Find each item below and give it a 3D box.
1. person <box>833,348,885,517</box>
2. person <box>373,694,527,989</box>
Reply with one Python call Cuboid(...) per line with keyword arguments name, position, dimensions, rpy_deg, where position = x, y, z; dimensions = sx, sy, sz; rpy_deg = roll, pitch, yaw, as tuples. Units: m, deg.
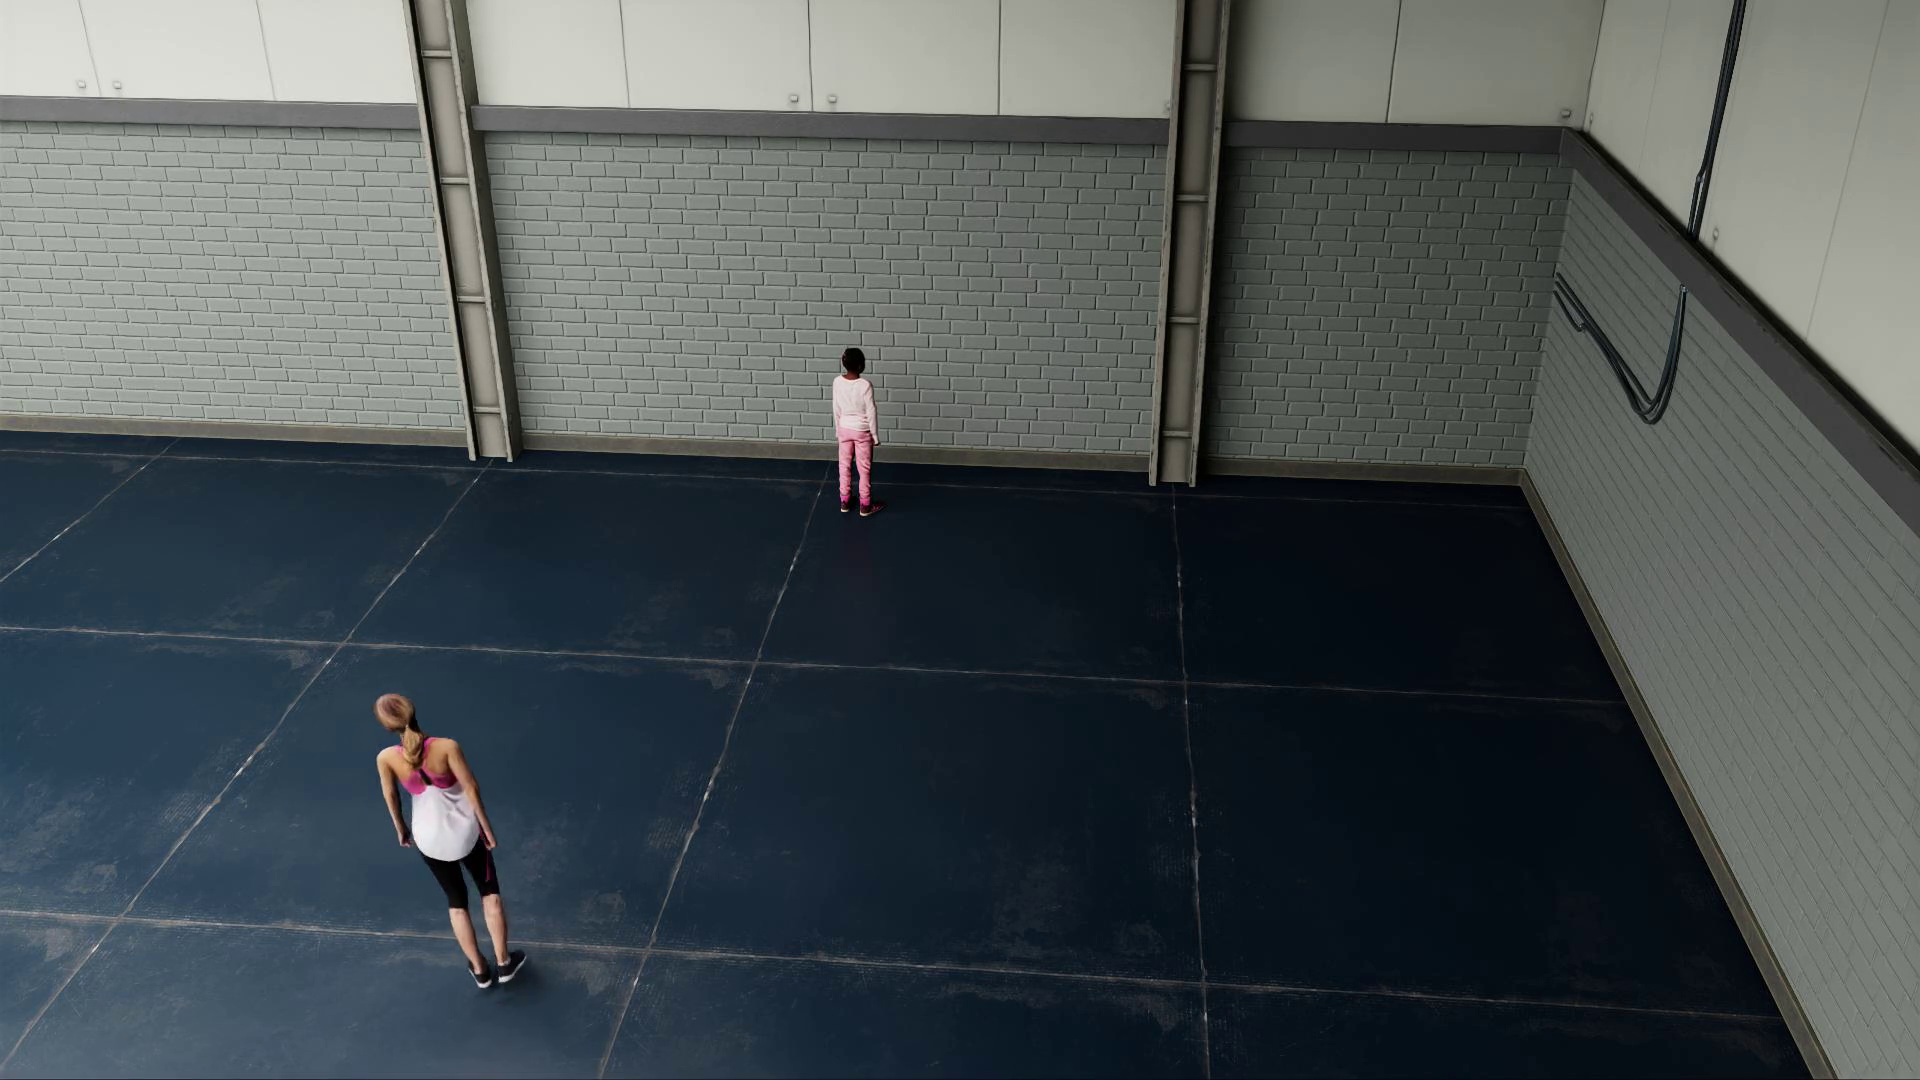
Cuboid(name="person", position=(-0.850, -0.902, 13.532), dimensions=(0.535, 1.444, 0.674), rpy_deg=(13, 30, 23))
Cuboid(name="person", position=(-2.578, 1.560, 8.437), dimensions=(0.580, 1.731, 0.827), rpy_deg=(3, 27, 7))
